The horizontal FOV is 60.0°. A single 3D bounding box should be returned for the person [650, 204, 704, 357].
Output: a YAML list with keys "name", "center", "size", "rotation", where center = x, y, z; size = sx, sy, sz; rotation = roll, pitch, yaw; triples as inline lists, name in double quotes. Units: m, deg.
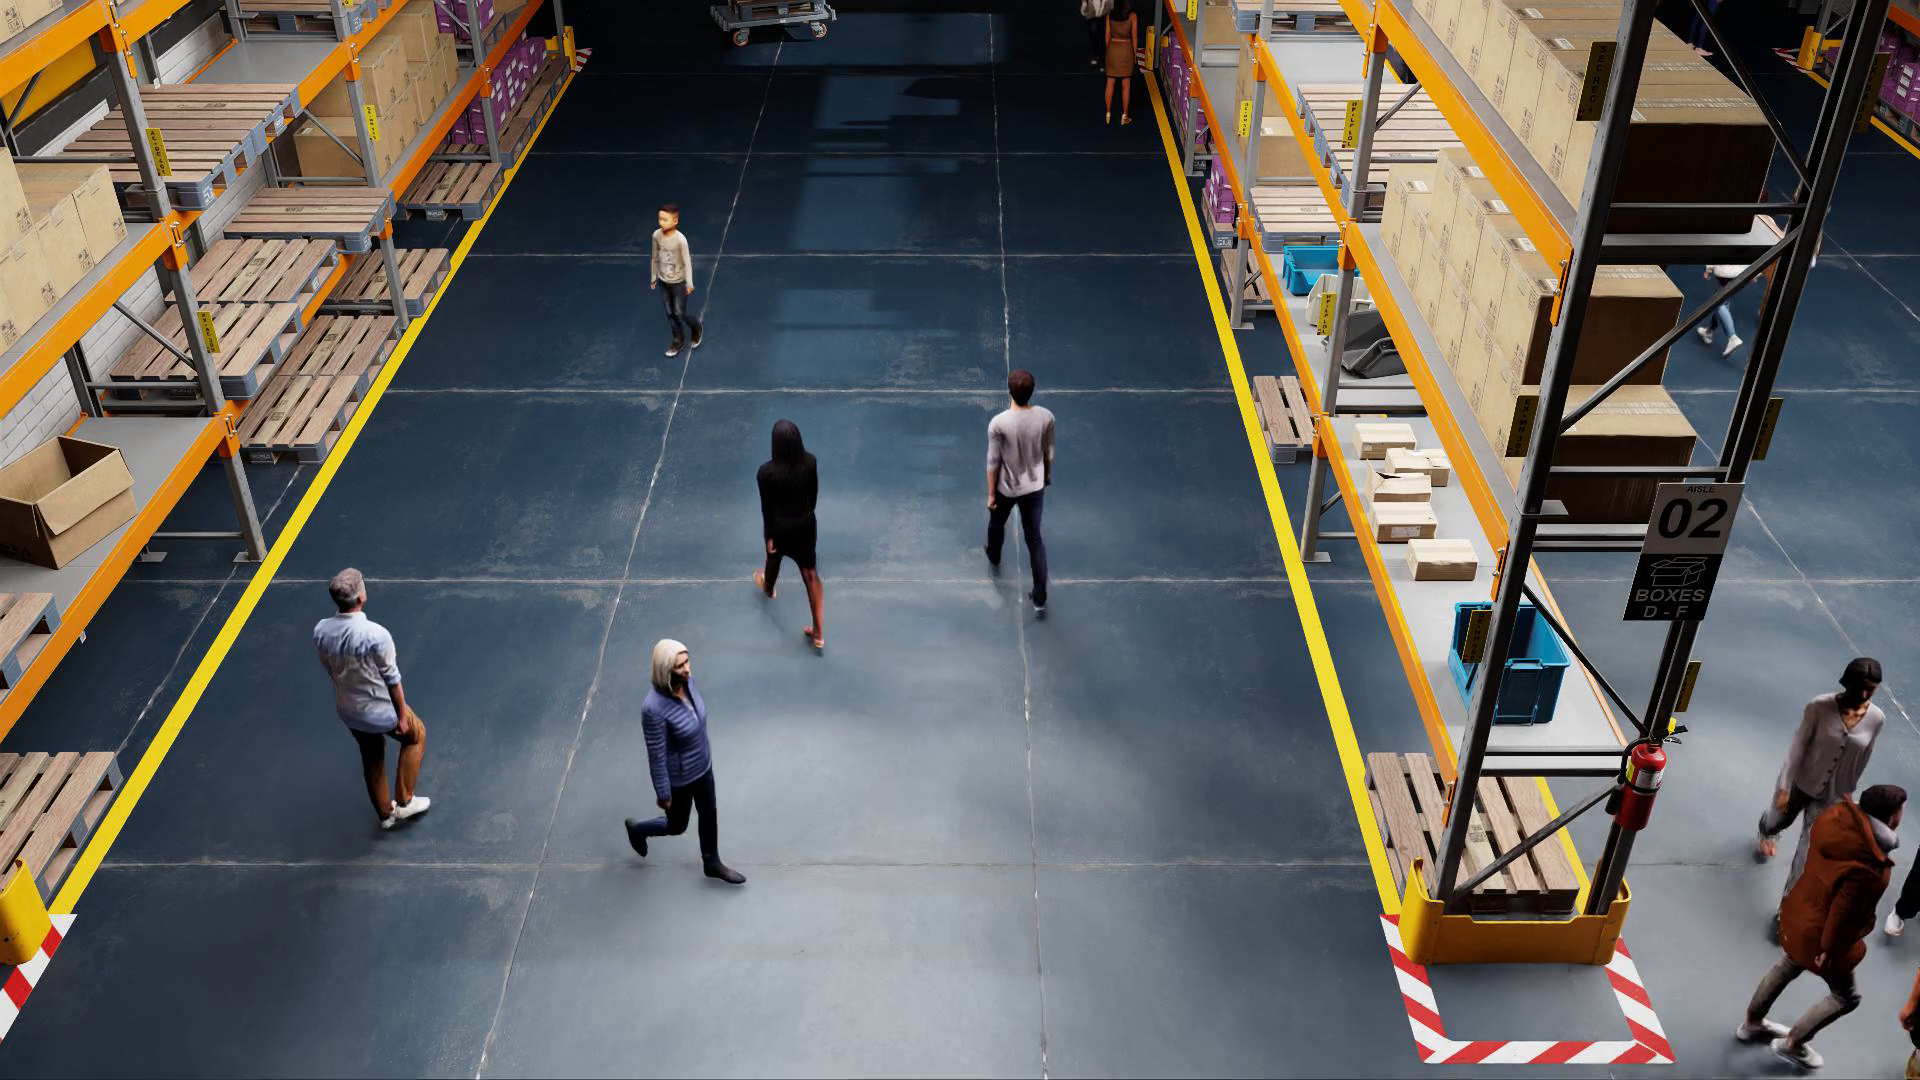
- name: "person"
  center: [-2.607, -2.420, 15.375]
  size: [0.697, 1.454, 0.768]
  rotation: [17, 37, 24]

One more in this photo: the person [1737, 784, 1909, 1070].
- name: "person"
  center: [4.301, 1.962, 8.456]
  size: [0.779, 1.814, 0.599]
  rotation: [2, 34, 2]

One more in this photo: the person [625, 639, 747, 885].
- name: "person"
  center: [-1.663, 1.283, 9.558]
  size: [0.972, 1.724, 1.047]
  rotation: [13, 36, 19]

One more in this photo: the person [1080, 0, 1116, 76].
- name: "person"
  center: [1.894, -7.202, 22.223]
  size: [0.836, 1.835, 1.236]
  rotation: [6, 34, 10]

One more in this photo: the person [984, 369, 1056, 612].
- name: "person"
  center: [0.460, -0.322, 11.912]
  size: [0.885, 1.792, 1.263]
  rotation: [-8, 34, -12]

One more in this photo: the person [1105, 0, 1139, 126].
- name: "person"
  center: [1.974, -5.963, 20.491]
  size: [0.617, 1.690, 0.604]
  rotation: [11, 35, 15]

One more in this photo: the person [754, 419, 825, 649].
- name: "person"
  center: [-1.128, -0.020, 11.575]
  size: [1.056, 1.662, 1.286]
  rotation: [-18, 38, -25]

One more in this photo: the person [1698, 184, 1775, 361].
- name: "person"
  center: [7.156, -2.454, 15.282]
  size: [0.722, 1.613, 0.999]
  rotation: [-6, 34, -9]

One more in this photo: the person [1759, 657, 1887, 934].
- name: "person"
  center: [4.844, 1.338, 9.469]
  size: [0.853, 1.732, 1.195]
  rotation: [12, 35, 17]

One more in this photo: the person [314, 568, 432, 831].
- name: "person"
  center: [-3.525, 1.031, 9.860]
  size: [0.762, 1.810, 0.737]
  rotation: [9, 35, 13]

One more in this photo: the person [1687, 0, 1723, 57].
- name: "person"
  center: [10.329, -7.573, 22.871]
  size: [0.669, 1.737, 0.519]
  rotation: [-6, 34, -9]
